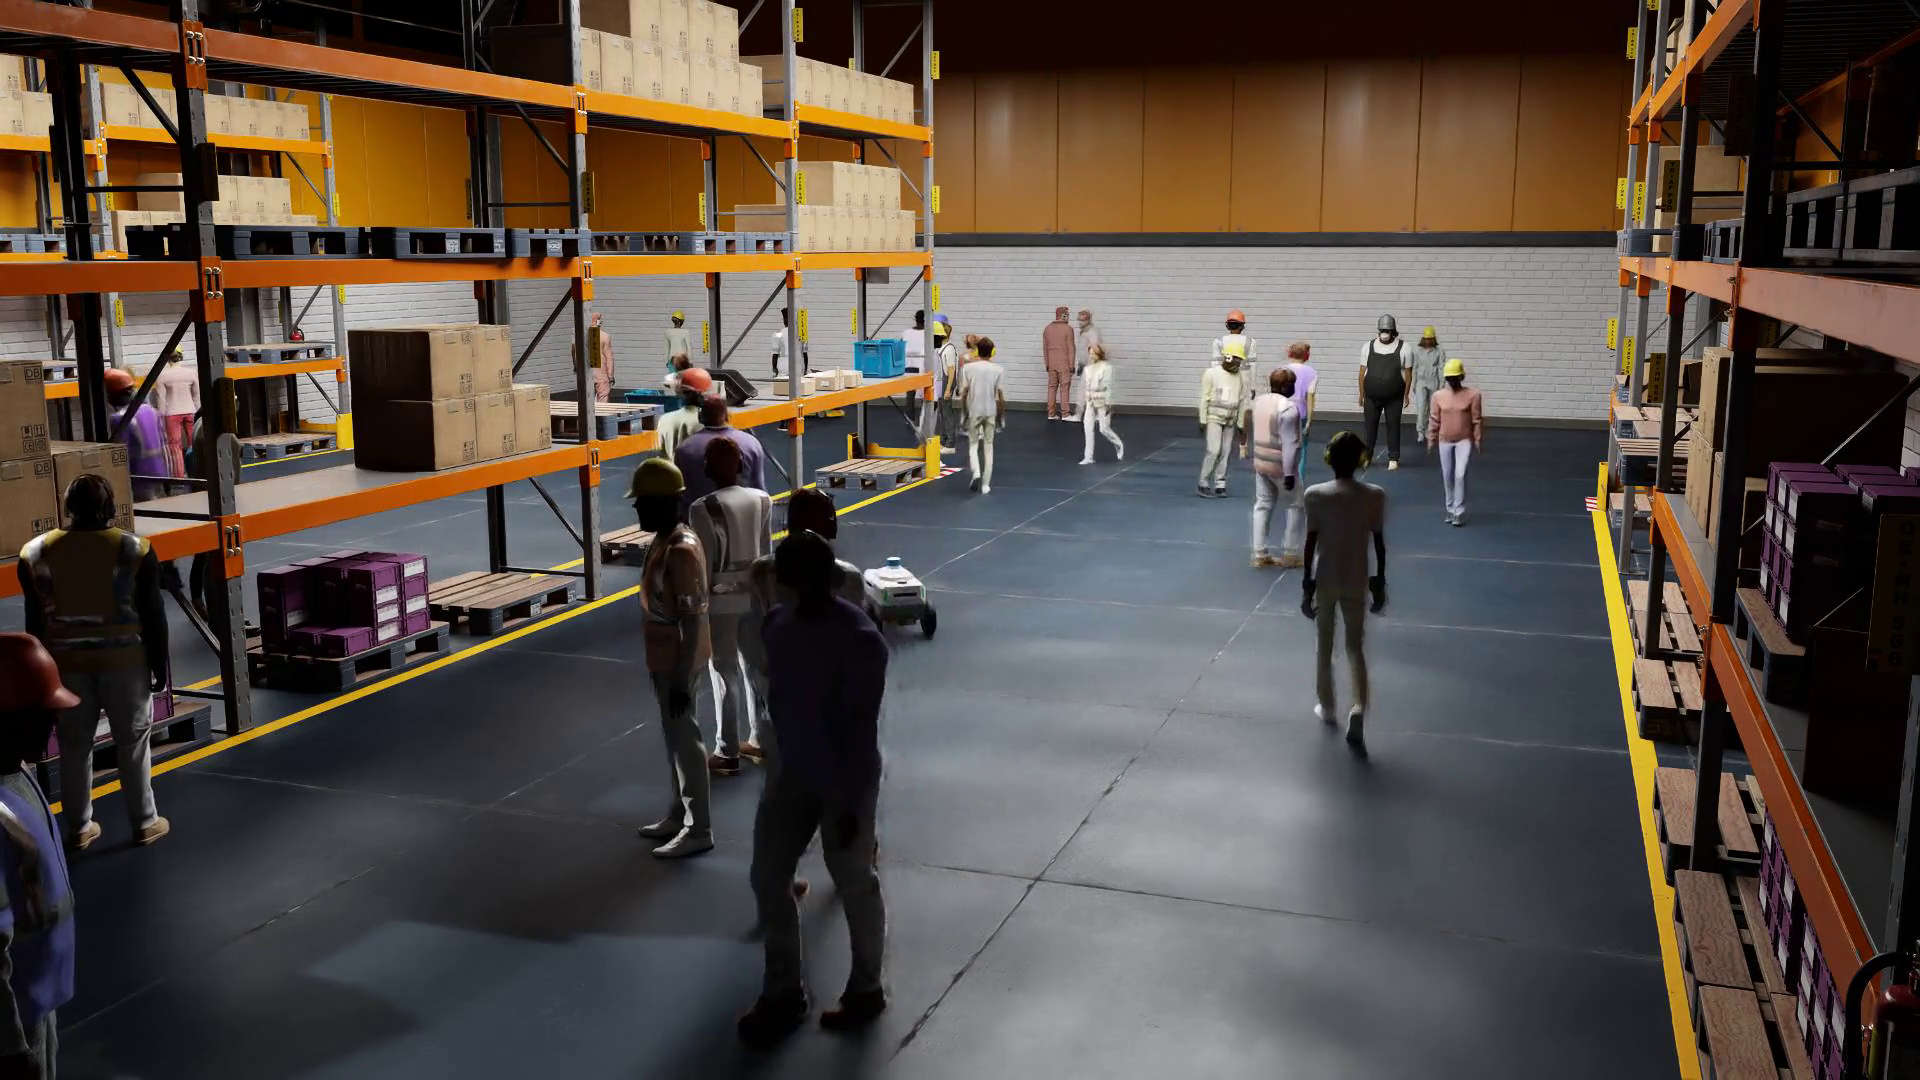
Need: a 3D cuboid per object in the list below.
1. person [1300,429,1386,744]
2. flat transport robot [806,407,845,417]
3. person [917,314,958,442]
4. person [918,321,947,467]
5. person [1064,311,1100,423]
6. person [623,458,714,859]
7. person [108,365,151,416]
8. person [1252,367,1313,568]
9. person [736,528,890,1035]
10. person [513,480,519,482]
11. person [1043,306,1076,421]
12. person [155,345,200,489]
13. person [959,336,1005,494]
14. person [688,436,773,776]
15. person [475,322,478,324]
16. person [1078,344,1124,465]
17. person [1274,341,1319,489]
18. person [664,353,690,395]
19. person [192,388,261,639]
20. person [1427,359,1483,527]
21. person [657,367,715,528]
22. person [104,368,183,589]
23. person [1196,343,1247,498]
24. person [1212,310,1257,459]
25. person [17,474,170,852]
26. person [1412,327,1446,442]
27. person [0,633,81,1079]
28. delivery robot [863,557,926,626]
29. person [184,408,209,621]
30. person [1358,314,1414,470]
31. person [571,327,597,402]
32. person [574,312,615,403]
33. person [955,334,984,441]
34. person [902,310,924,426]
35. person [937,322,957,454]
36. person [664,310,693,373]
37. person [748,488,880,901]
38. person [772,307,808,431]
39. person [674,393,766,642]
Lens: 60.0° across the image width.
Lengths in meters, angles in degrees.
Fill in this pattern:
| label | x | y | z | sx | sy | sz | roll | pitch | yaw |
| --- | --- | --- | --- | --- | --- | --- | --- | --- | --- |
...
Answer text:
| label | x | y | z | sx | sy | sz | roll | pitch | yaw |
| --- | --- | --- | --- | --- | --- | --- | --- | --- | --- |
| person | 2.297 | 0.267 | 9.911 | 0.518 | 1.842 | 0.860 | 0 | 10 | 3 |
| flat transport robot | -2.714 | -2.221 | 28.311 | 1.431 | 0.197 | 0.652 | -2 | 10 | -11 |
| person | -0.320 | -2.397 | 24.763 | 0.614 | 1.897 | 0.947 | 7 | 12 | 36 |
| person | -0.356 | -1.925 | 21.982 | 0.382 | 1.924 | 0.594 | -1 | 10 | -7 |
| person | 2.091 | -2.849 | 27.442 | 0.846 | 1.844 | 0.670 | -1 | 10 | -6 |
| person | -1.390 | 0.566 | 7.981 | 0.392 | 1.920 | 0.620 | -3 | 11 | -18 |
| person | -9.217 | -1.122 | 18.341 | 0.532 | 1.599 | 0.784 | 3 | 11 | 18 |
| person | 2.968 | -0.648 | 15.069 | 0.639 | 1.822 | 0.659 | -4 | 11 | -22 |
| person | -0.543 | 0.909 | 6.077 | 0.633 | 1.913 | 0.729 | 8 | 13 | 38 |
| person | -5.739 | -1.635 | 20.356 | 0.555 | 1.920 | 0.549 | -9 | 13 | -40 |
| person | 1.686 | -2.928 | 27.698 | 0.400 | 1.905 | 0.643 | -10 | 14 | -44 |
| person | -9.398 | -1.489 | 20.009 | 0.337 | 1.759 | 0.524 | 9 | 14 | 42 |
| person | 0.267 | -1.464 | 19.590 | 0.553 | 1.852 | 0.410 | 1 | 10 | 3 |
| person | -1.270 | 0.362 | 9.223 | 0.337 | 1.881 | 0.585 | 8 | 13 | 39 |
| person | -6.231 | -1.890 | 21.778 | 0.542 | 1.929 | 0.374 | 0 | 10 | -1 |
| person | 1.890 | -1.813 | 22.212 | 0.631 | 1.618 | 0.522 | -9 | 14 | -43 |
| person | 3.895 | -1.427 | 19.535 | 0.577 | 1.809 | 0.816 | 6 | 12 | 29 |
| person | -3.391 | -1.514 | 20.532 | 0.523 | 1.612 | 0.713 | 6 | 12 | 30 |
| person | -5.517 | -0.235 | 12.430 | 0.352 | 1.937 | 0.635 | -7 | 12 | -34 |
| person | 5.122 | -1.005 | 17.315 | 0.539 | 1.733 | 0.731 | 6 | 12 | 30 |
| person | -2.043 | -0.355 | 12.970 | 0.653 | 1.979 | 0.435 | 5 | 11 | 26 |
| person | -6.955 | -0.508 | 14.093 | 0.632 | 1.895 | 0.568 | 1 | 10 | 5 |
| person | 3.036 | -1.377 | 19.291 | 0.621 | 1.808 | 0.421 | -7 | 12 | -33 |
| person | 3.751 | -2.125 | 22.785 | 0.612 | 2.039 | 0.392 | 2 | 10 | 12 |
| person | -4.162 | 0.594 | 8.064 | 0.628 | 1.837 | 0.429 | -2 | 10 | -13 |
| person | 7.046 | -2.353 | 25.021 | 0.501 | 1.701 | 0.885 | 3 | 10 | 14 |
| person | -2.466 | 1.193 | 4.401 | 0.377 | 1.932 | 0.552 | -4 | 11 | -22 |
| delivery robot | -0.503 | 0.376 | 12.623 | 0.477 | 0.478 | 0.707 | -3 | 11 | -16 |
| person | -5.880 | -0.218 | 13.059 | 0.323 | 1.691 | 0.536 | 1 | 10 | 5 |
| person | 5.522 | -1.927 | 21.674 | 0.688 | 2.000 | 0.536 | 4 | 11 | 23 |
| person | -6.286 | -2.973 | 28.043 | 0.532 | 1.870 | 0.316 | 2 | 10 | 9 |
| person | -5.561 | -2.536 | 25.495 | 0.636 | 1.905 | 0.406 | 4 | 11 | 20 |
| person | 0.176 | -2.299 | 25.046 | 0.522 | 1.585 | 0.880 | -7 | 12 | -35 |
| person | -0.682 | -2.802 | 27.096 | 0.598 | 1.877 | 0.987 | 2 | 10 | 11 |
| person | -0.221 | -2.128 | 23.355 | 0.334 | 1.845 | 0.513 | -2 | 10 | -14 |
| person | -4.986 | -3.184 | 29.528 | 0.535 | 1.767 | 0.317 | 3 | 10 | 16 |
| person | -0.658 | 0.679 | 7.519 | 0.599 | 1.845 | 0.872 | 3 | 11 | 17 |
| person | -2.679 | -2.696 | 26.252 | 0.598 | 1.958 | 0.375 | -3 | 11 | -19 |
| person | -1.762 | -0.122 | 11.976 | 0.652 | 1.874 | 0.874 | -4 | 11 | -22 |
